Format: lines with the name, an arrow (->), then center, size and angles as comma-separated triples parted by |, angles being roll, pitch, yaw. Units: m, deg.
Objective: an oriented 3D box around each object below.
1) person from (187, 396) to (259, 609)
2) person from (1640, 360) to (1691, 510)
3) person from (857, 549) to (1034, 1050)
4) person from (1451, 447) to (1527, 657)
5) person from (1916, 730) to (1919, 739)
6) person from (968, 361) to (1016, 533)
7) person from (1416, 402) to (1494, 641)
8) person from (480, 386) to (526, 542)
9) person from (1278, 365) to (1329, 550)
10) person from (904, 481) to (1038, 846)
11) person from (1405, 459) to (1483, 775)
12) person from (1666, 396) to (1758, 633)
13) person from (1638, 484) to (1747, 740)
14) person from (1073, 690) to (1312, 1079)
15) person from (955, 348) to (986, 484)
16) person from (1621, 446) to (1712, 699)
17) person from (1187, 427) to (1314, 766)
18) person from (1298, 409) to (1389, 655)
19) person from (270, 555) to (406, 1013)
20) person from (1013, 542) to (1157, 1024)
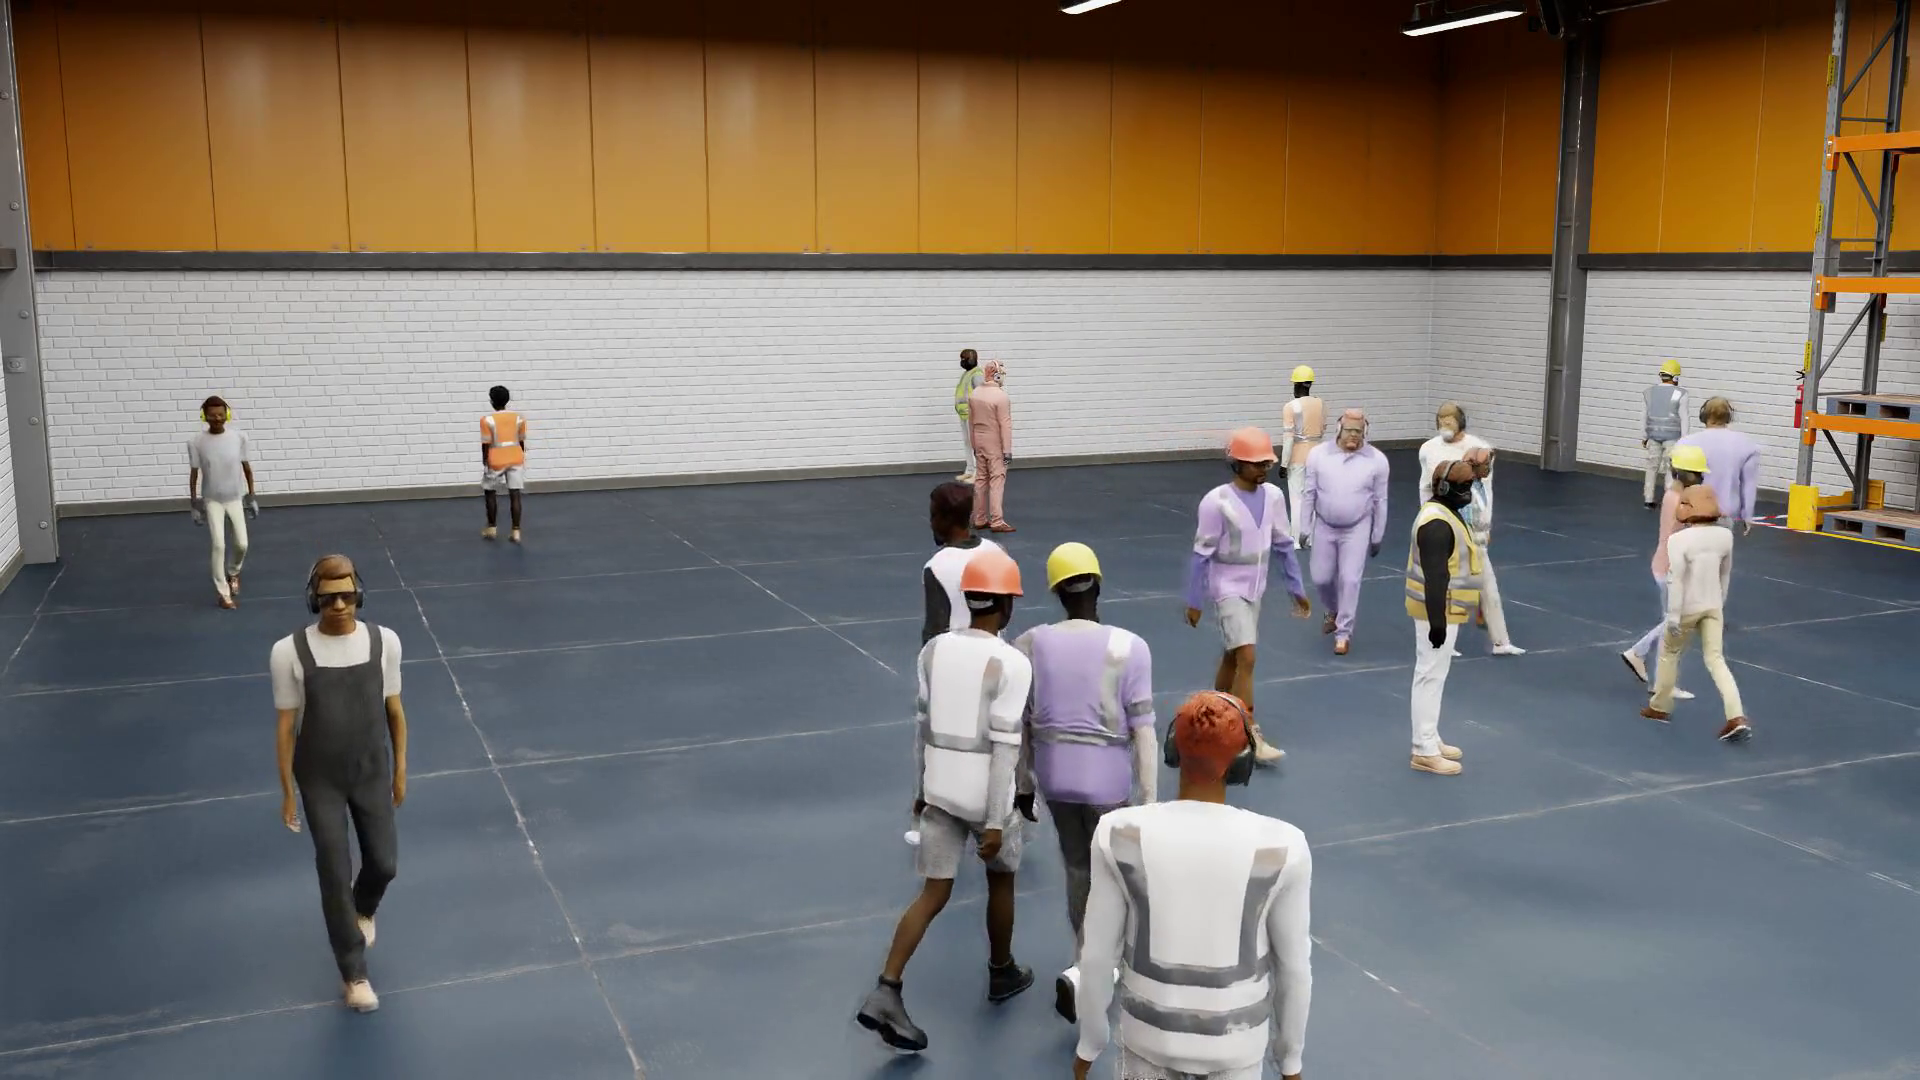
person -> -6.399, -0.340, 14.446 | 0.559, 1.858, 0.511 | -7, 11, -35
person -> 8.530, -1.258, 20.092 | 0.404, 1.830, 0.603 | -8, 12, -39
person -> -0.040, 0.991, 6.409 | 0.559, 1.875, 0.972 | 7, 12, 35
person -> 3.905, 0.117, 12.459 | 0.783, 1.608, 0.522 | 8, 13, 42
person -> 6.070, 0.464, 9.524 | 0.628, 1.875, 0.984 | -8, 13, -41
person -> 0.378, -1.041, 18.556 | 0.403, 1.906, 0.652 | -7, 12, -37
person -> 3.979, -0.166, 13.286 | 0.649, 1.905, 0.922 | 8, 13, 41
person -> -4.944, -0.825, 17.931 | 0.547, 1.669, 0.682 | -7, 12, -36
person -> 3.564, -0.854, 17.357 | 0.587, 1.928, 0.363 | -6, 11, -34
person -> 0.032, 0.652, 8.291 | 0.644, 1.902, 0.619 | 6, 11, 34
person -> 2.847, 0.438, 9.805 | 0.430, 1.839, 0.625 | 3, 10, 20
person -> 6.053, -0.219, 13.538 | 0.655, 1.914, 0.803 | 1, 9, 5
person -> 4.683, 0.445, 10.505 | 0.509, 1.596, 0.852 | -2, 10, -14
person -> 0.595, 1.320, 4.379 | 0.640, 1.879, 0.337 | 2, 10, 11
person -> 0.141, -1.690, 22.690 | 0.429, 1.839, 0.634 | -3, 10, -17
person -> 4.869, 0.218, 11.387 | 0.430, 1.748, 0.536 | 4, 10, 24
person -> 1.764, 0.329, 9.966 | 0.629, 2.003, 0.934 | -7, 12, -37
person -> 2.960, -0.086, 12.836 | 0.656, 1.881, 0.589 | 3, 10, 19
person -> -2.507, 0.949, 6.739 | 0.513, 1.829, 0.606 | -6, 11, -30
person -> 0.468, 0.962, 6.520 | 0.630, 1.880, 0.689 | 4, 10, 25
